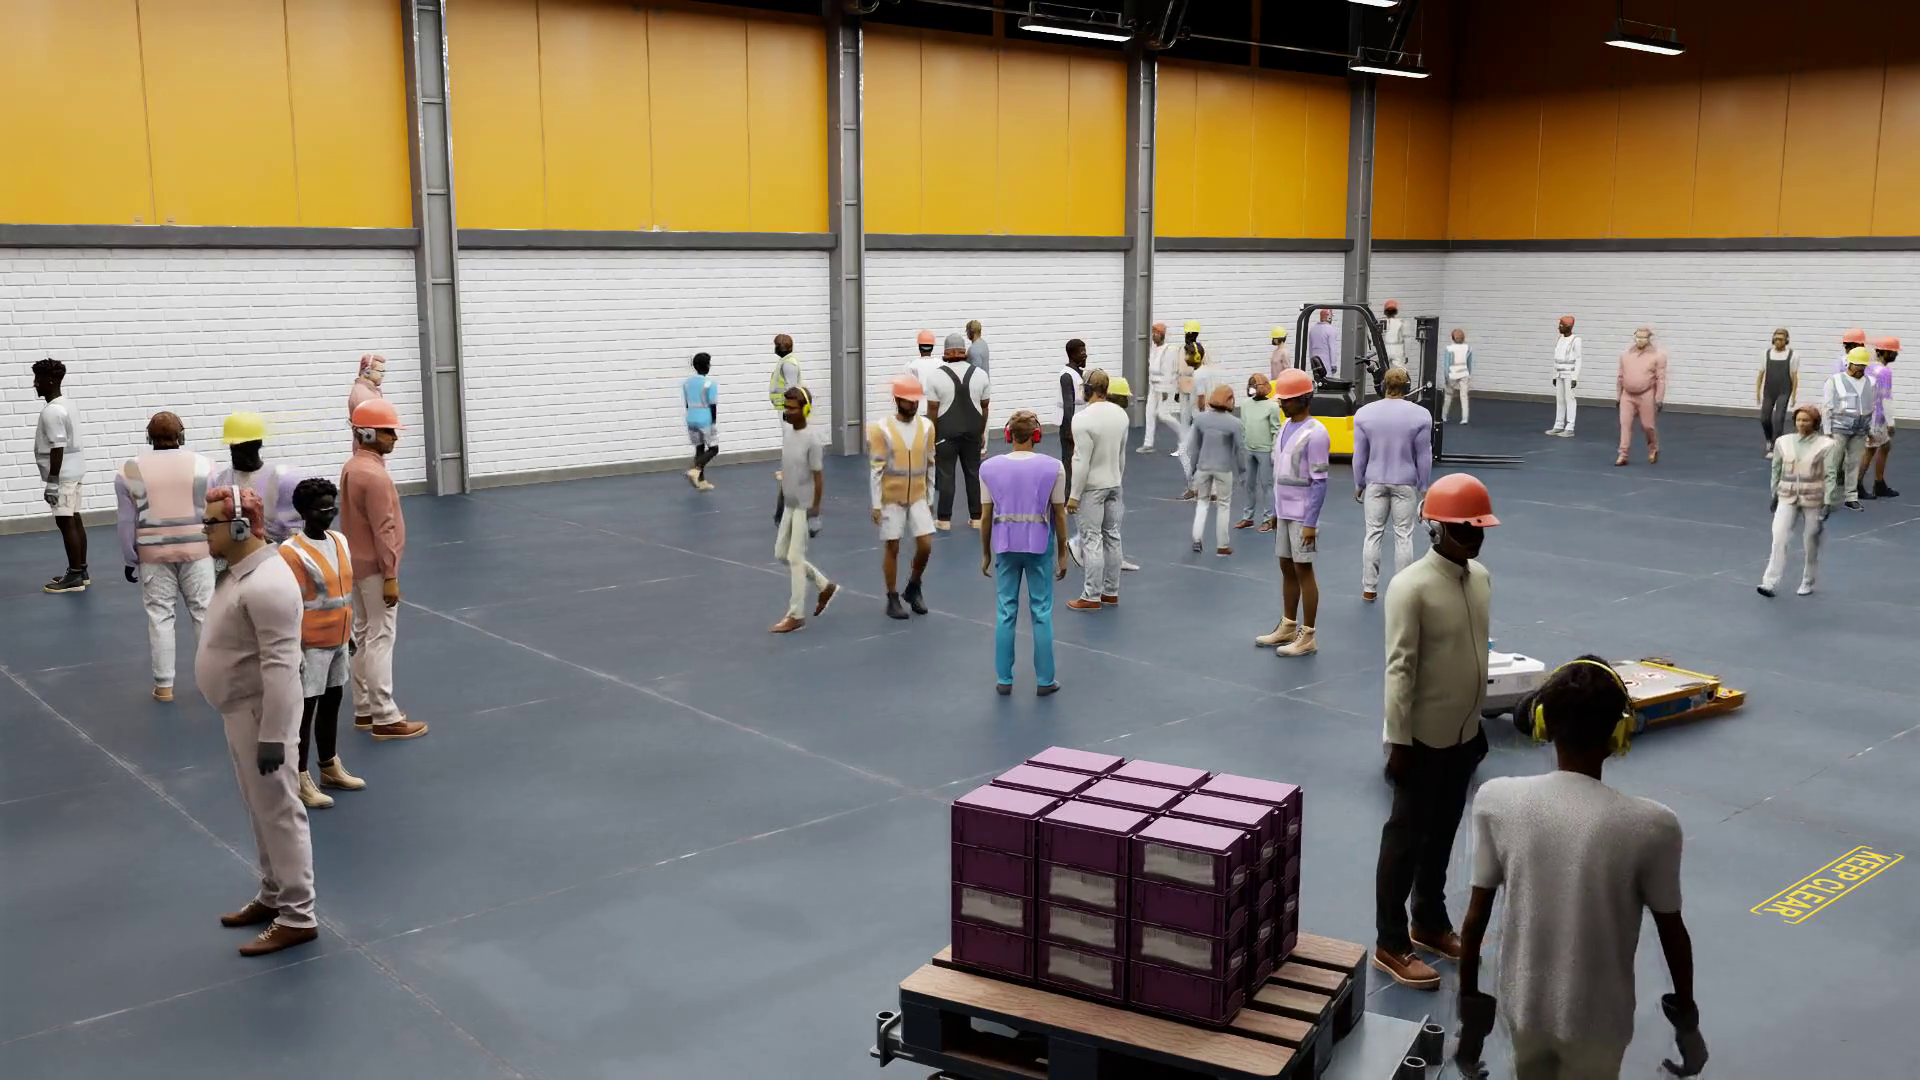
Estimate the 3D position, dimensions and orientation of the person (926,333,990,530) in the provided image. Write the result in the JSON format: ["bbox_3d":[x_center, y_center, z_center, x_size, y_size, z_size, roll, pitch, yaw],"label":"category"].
[{"bbox_3d":[-0.052,-1.128,17.189,0.676,2.000,0.536,-3,10,-17],"label":"person"}]

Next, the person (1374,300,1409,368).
[{"bbox_3d":[7.987,-3.442,30.829,0.624,2.014,0.948,3,10,19],"label":"person"}]

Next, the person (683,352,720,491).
[{"bbox_3d":[-3.124,-1.394,19.810,0.534,1.684,0.473,7,12,35],"label":"person"}]

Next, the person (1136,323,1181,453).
[{"bbox_3d":[2.909,-2.174,23.824,0.733,1.864,0.581,-5,11,-28],"label":"person"}]

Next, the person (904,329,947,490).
[{"bbox_3d":[-0.407,-1.553,19.977,0.547,1.938,0.359,-2,10,-13],"label":"person"}]

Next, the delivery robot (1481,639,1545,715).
[{"bbox_3d":[3.080,0.823,9.836,0.707,0.478,0.477,-3,10,-18],"label":"delivery robot"}]

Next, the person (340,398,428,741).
[{"bbox_3d":[-3.413,0.167,9.747,0.392,1.991,0.612,-7,12,-36],"label":"person"}]

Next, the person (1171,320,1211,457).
[{"bbox_3d":[3.227,-2.105,23.234,0.361,1.930,0.589,-9,13,-41],"label":"person"}]

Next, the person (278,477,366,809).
[{"bbox_3d":[-3.295,0.515,8.568,0.318,1.698,0.539,2,10,13],"label":"person"}]

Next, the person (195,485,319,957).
[{"bbox_3d":[-2.876,0.720,6.762,0.403,1.906,0.652,-6,11,-32],"label":"person"}]

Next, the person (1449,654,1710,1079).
[{"bbox_3d":[1.593,1.197,4.221,0.541,1.824,0.924,8,13,41],"label":"person"}]

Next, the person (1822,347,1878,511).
[{"bbox_3d":[9.826,-1.220,18.365,0.586,1.823,0.403,0,10,-1],"label":"person"}]

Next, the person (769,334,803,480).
[{"bbox_3d":[-2.191,-1.673,20.970,0.430,1.840,0.626,-1,10,-5],"label":"person"}]

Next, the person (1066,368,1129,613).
[{"bbox_3d":[1.075,-0.393,13.184,0.372,1.940,0.627,9,13,41],"label":"person"}]

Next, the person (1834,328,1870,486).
[{"bbox_3d":[10.921,-1.636,20.466,0.356,1.938,0.543,2,10,13],"label":"person"}]

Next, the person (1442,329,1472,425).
[{"bbox_3d":[8.345,-2.733,27.901,0.524,1.587,0.882,-1,10,-5],"label":"person"}]

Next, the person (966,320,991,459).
[{"bbox_3d":[0.230,-2.079,23.072,0.373,1.936,0.627,2,10,11],"label":"person"}]

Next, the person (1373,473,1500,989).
[{"bbox_3d":[1.874,0.726,6.470,0.623,1.991,0.396,-9,13,-42],"label":"person"}]

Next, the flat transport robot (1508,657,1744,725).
[{"bbox_3d":[4.083,0.951,10.189,1.431,0.197,0.652,-6,11,-32],"label":"flat transport robot"}]

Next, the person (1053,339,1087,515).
[{"bbox_3d":[1.222,-1.241,18.208,0.391,1.920,0.587,2,10,11],"label":"person"}]

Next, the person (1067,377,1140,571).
[{"bbox_3d":[1.299,-0.578,14.788,0.576,1.749,0.543,1,10,6],"label":"person"}]

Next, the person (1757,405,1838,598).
[{"bbox_3d":[6.872,-0.301,13.622,0.845,1.588,0.543,-9,14,-44],"label":"person"}]

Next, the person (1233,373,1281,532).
[{"bbox_3d":[3.052,-0.898,17.030,0.277,1.632,0.502,-8,13,-41],"label":"person"}]

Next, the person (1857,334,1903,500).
[{"bbox_3d":[10.681,-1.406,19.187,0.730,1.909,0.566,2,10,11],"label":"person"}]

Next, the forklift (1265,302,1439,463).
[{"bbox_3d":[5.320,-2.157,22.763,2.313,2.155,1.214,3,10,16],"label":"forklift"}]

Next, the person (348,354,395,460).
[{"bbox_3d":[-5.526,-0.801,15.692,0.400,1.899,0.644,-3,10,-17],"label":"person"}]

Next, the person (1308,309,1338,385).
[{"bbox_3d":[6.393,-3.105,29.154,0.402,1.911,0.639,-5,11,-28],"label":"person"}]

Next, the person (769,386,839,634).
[{"bbox_3d":[-1.202,-0.243,12.553,0.639,1.853,0.575,-7,12,-34],"label":"person"}]

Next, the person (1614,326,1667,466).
[{"bbox_3d":[9.172,-1.946,22.440,0.663,1.885,0.805,9,13,41],"label":"person"}]

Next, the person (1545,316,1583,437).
[{"bbox_3d":[9.469,-2.553,25.995,0.358,1.881,0.574,-3,10,-15],"label":"person"}]

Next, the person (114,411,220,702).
[{"bbox_3d":[-4.988,0.102,10.573,0.626,1.843,0.430,-5,11,-25],"label":"person"}]

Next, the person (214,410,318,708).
[{"bbox_3d":[-4.193,0.166,9.994,0.608,1.911,0.475,4,10,20],"label":"person"}]

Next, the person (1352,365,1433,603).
[{"bbox_3d":[3.488,-0.438,13.451,0.631,1.939,0.370,4,10,22],"label":"person"}]

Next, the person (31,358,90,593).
[{"bbox_3d":[-7.571,-0.546,13.998,0.367,1.966,0.607,-3,10,-16],"label":"person"}]

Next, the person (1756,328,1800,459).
[{"bbox_3d":[11.412,-2.052,23.215,0.518,1.828,0.550,7,12,35],"label":"person"}]

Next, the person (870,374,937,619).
[{"bbox_3d":[-0.434,-0.326,12.859,0.562,1.919,0.455,-4,10,-22],"label":"person"}]

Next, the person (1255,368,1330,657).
[{"bbox_3d":[2.349,-0.192,11.731,0.386,2.034,0.604,-3,10,-15],"label":"person"}]

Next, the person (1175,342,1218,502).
[{"bbox_3d":[2.698,-1.339,19.002,0.619,1.839,0.554,4,10,22],"label":"person"}]

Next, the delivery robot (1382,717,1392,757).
[{"bbox_3d":[2.506,0.977,8.933,0.477,0.478,0.707,5,11,25],"label":"delivery robot"}]

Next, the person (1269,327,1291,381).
[{"bbox_3d":[4.781,-2.311,24.932,0.329,1.765,0.525,-2,10,-11],"label":"person"}]

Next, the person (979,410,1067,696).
[{"bbox_3d":[0.402,0.094,10.630,0.563,1.838,0.389,2,10,10],"label":"person"}]

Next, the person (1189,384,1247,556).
[{"bbox_3d":[2.420,-0.647,15.583,0.547,1.624,0.354,6,11,30],"label":"person"}]
